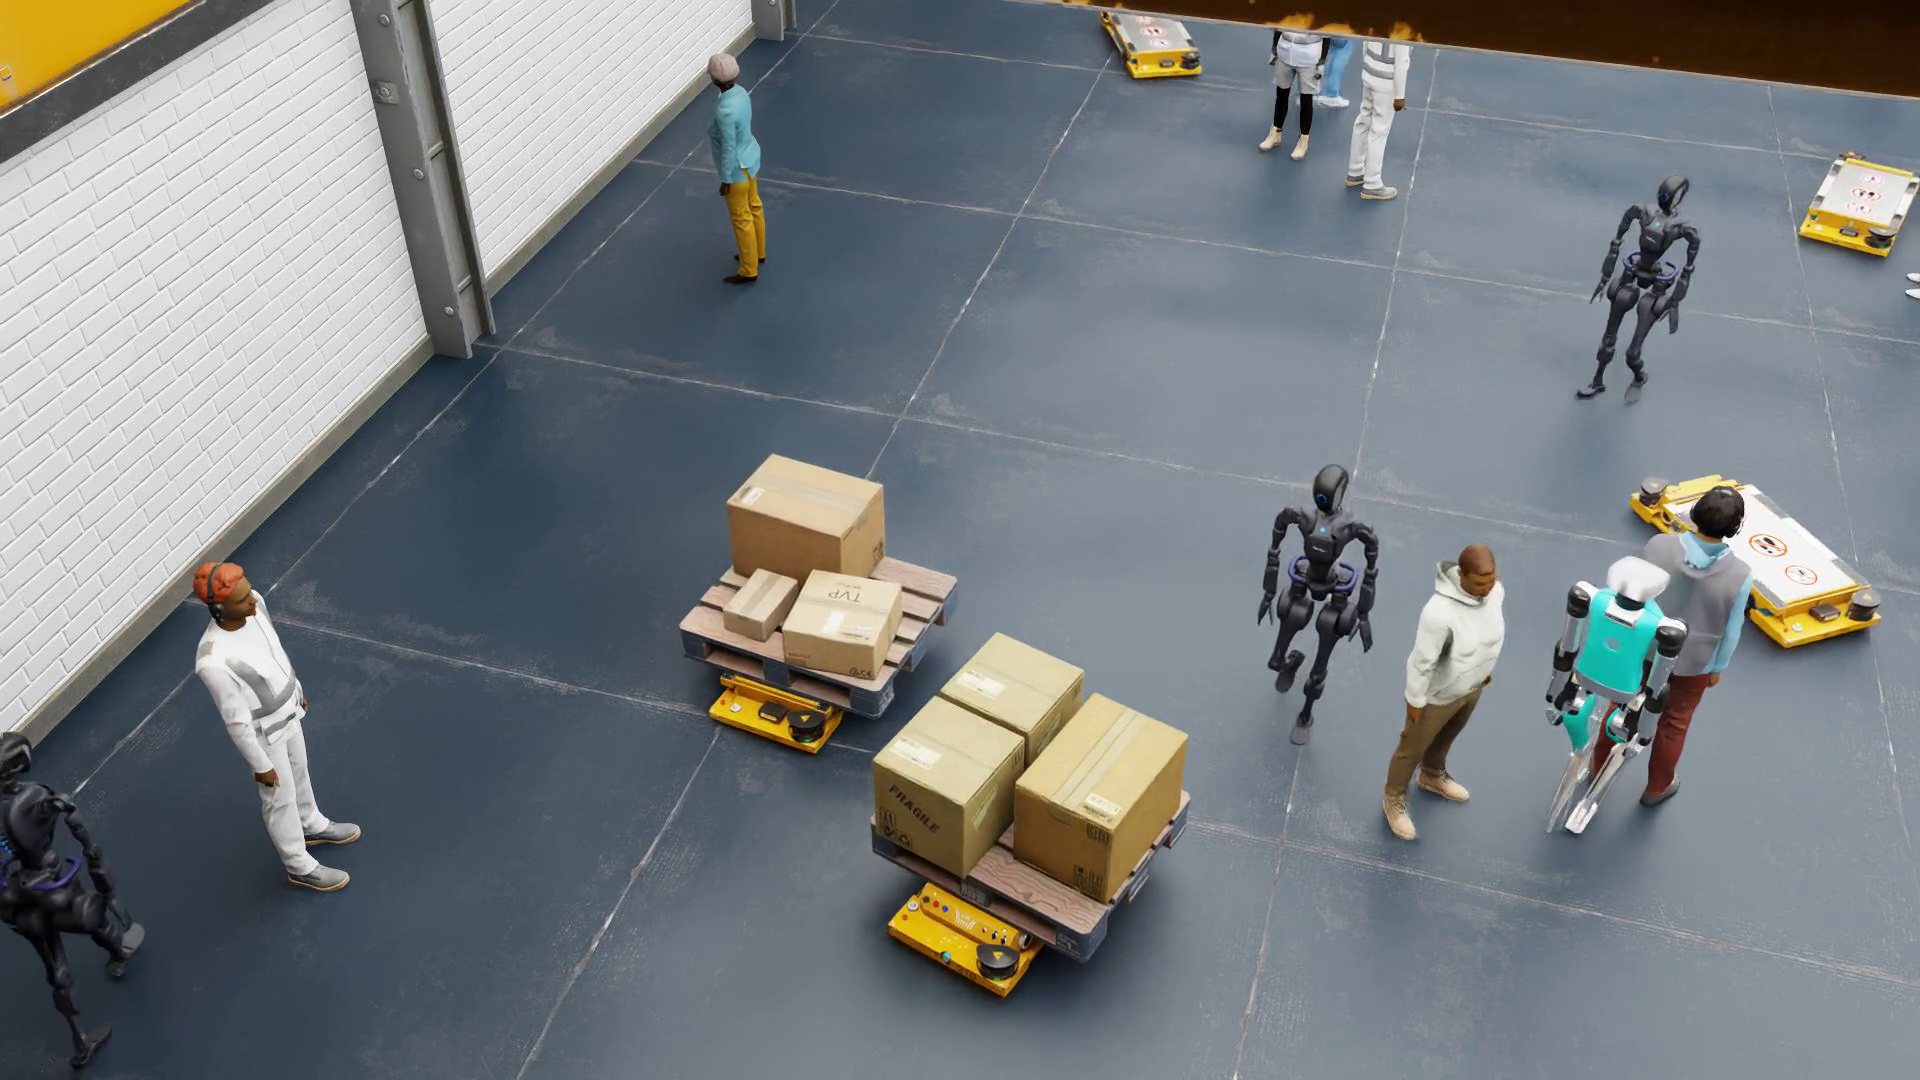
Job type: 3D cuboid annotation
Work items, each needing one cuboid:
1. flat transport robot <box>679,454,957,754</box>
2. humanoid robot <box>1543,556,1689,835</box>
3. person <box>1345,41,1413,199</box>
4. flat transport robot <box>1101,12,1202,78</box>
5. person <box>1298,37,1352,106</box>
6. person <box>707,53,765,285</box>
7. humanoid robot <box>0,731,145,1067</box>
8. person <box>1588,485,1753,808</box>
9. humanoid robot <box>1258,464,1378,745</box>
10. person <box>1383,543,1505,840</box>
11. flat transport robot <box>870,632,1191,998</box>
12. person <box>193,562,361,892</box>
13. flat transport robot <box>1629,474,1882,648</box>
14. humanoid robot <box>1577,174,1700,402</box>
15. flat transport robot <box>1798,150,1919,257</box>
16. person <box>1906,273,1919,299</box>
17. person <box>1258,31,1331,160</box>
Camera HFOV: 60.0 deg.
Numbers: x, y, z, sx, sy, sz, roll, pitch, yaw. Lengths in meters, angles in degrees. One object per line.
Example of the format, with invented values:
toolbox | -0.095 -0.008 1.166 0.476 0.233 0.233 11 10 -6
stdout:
flat transport robot | -0.752 0.581 9.282 0.659 0.231 1.431 16 42 19
humanoid robot | 3.111 0.756 7.939 0.546 1.849 0.721 28 47 30
person | 3.382 -3.651 13.258 0.358 1.885 0.572 -10 40 -12
flat transport robot | 1.828 -4.816 15.995 0.659 0.231 1.431 -5 39 -7
person | 3.264 -4.640 14.644 0.500 1.699 0.552 -18 42 -22
person | -1.650 -2.718 12.201 0.345 1.750 0.524 7 39 9
humanoid robot | -3.870 1.489 7.069 0.610 1.620 0.729 4 39 5
person | 3.433 0.538 8.050 0.533 1.881 0.416 25 45 28
humanoid robot | 1.850 0.302 8.511 0.605 1.648 0.471 16 41 19
person | 2.338 0.682 7.980 0.594 1.755 0.366 -21 43 -24
flat transport robot | 0.327 1.535 8.094 0.659 0.231 1.431 23 44 26
person | -3.165 0.853 7.658 0.356 1.882 0.574 -2 39 -3
flat transport robot | 4.722 0.070 9.918 0.659 0.231 1.431 -12 40 -15
humanoid robot | 4.486 -1.639 10.929 0.602 1.660 0.415 30 48 32
flat transport robot | 7.270 -2.719 13.387 0.659 0.231 1.431 23 44 25
person | 7.279 -2.513 12.043 0.316 1.629 0.506 21 43 24
person | 2.817 -4.009 13.849 0.539 1.695 0.317 26 45 28
